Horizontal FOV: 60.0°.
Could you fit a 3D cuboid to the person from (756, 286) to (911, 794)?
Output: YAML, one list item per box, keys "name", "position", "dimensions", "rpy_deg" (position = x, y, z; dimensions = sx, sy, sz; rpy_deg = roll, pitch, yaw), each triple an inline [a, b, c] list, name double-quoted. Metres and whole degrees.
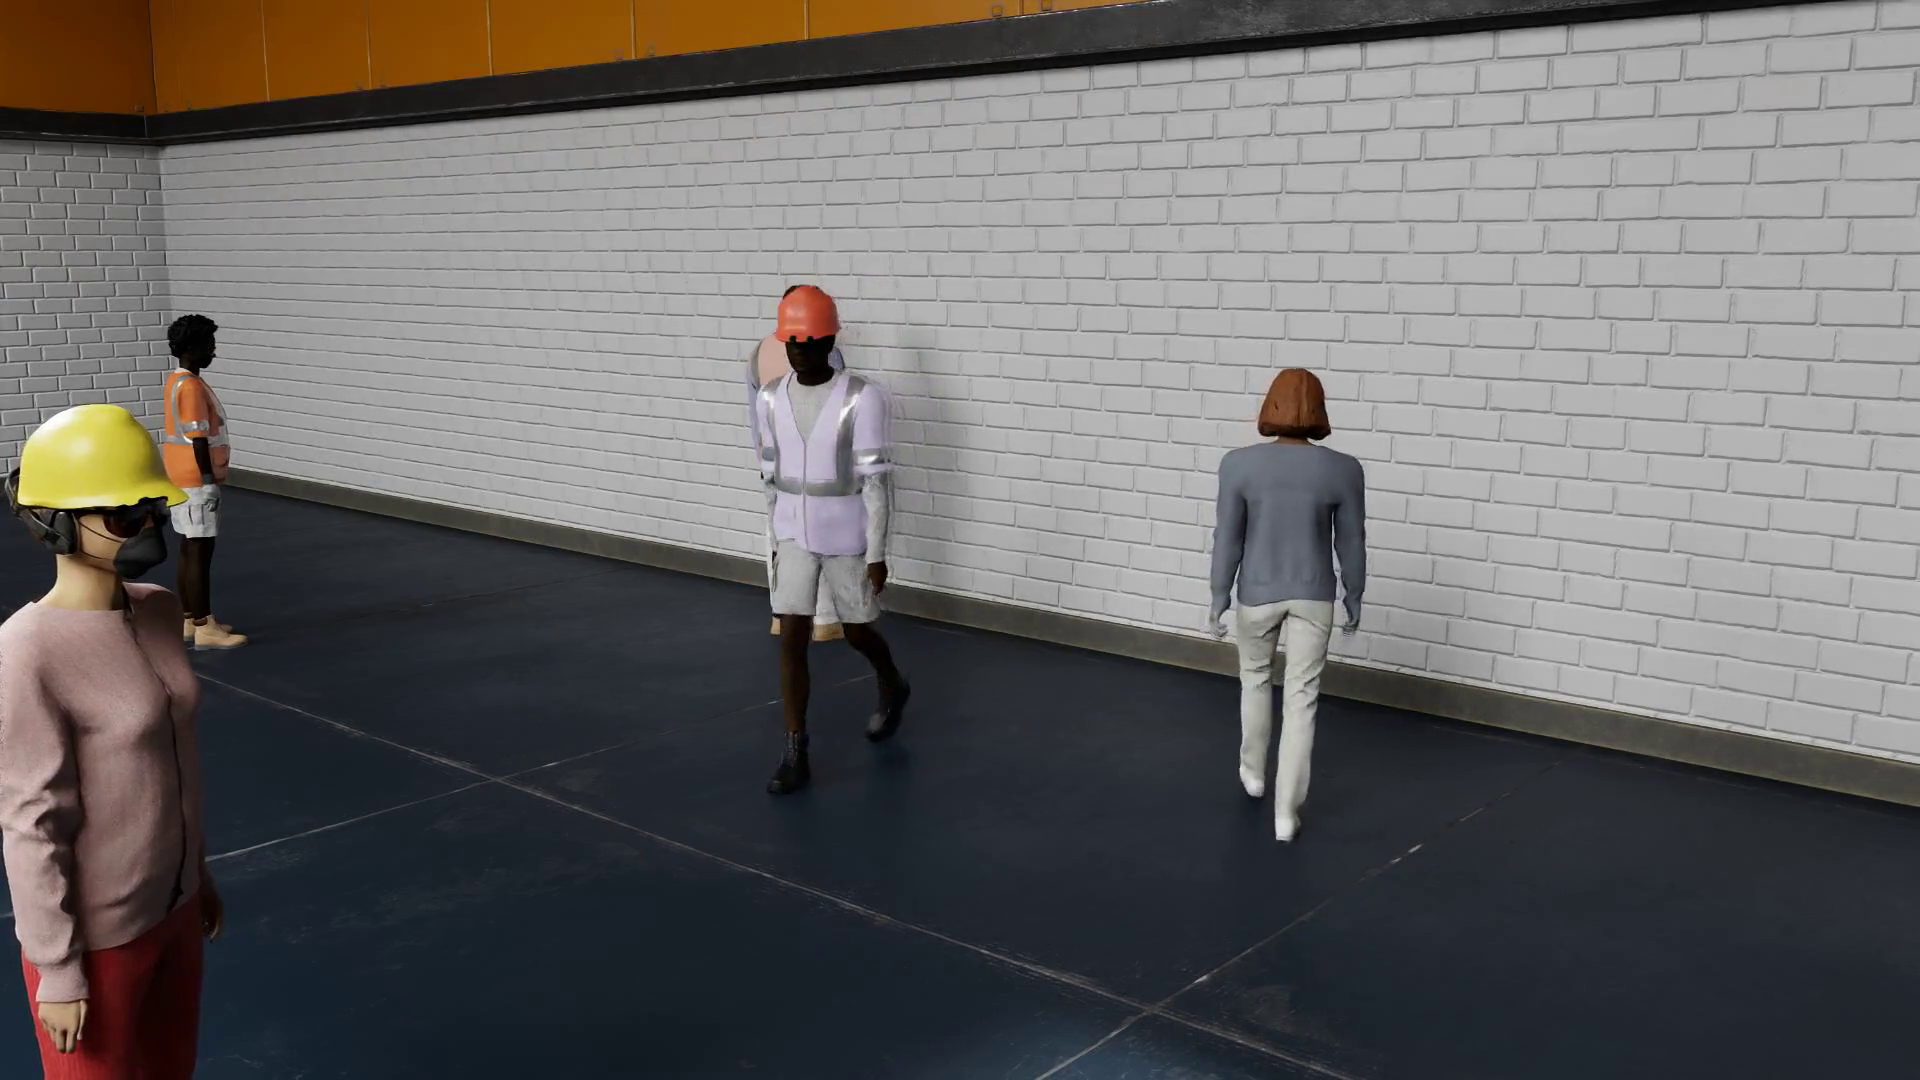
- name: "person"
  position: [-0.489, -0.040, 6.439]
  dimensions: [0.551, 1.900, 0.921]
  rpy_deg: [4, 11, 20]

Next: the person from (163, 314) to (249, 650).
- name: "person"
  position: [-3.860, -0.292, 8.433]
  dimensions: [0.320, 1.693, 0.531]
  rpy_deg: [-7, 12, -33]

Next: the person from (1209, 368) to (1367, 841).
- name: "person"
  position: [1.157, 0.198, 5.884]
  dimensions: [0.528, 1.597, 0.763]
  rpy_deg: [2, 10, 12]

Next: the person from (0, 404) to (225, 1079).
- name: "person"
  position: [-1.427, 0.649, 2.866]
  dimensions: [0.310, 1.768, 0.533]
  rpy_deg: [0, 10, 1]

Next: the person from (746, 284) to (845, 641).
- name: "person"
  position: [-0.803, -0.399, 8.632]
  dimensions: [0.620, 1.840, 0.430]
  rpy_deg: [8, 12, 37]
